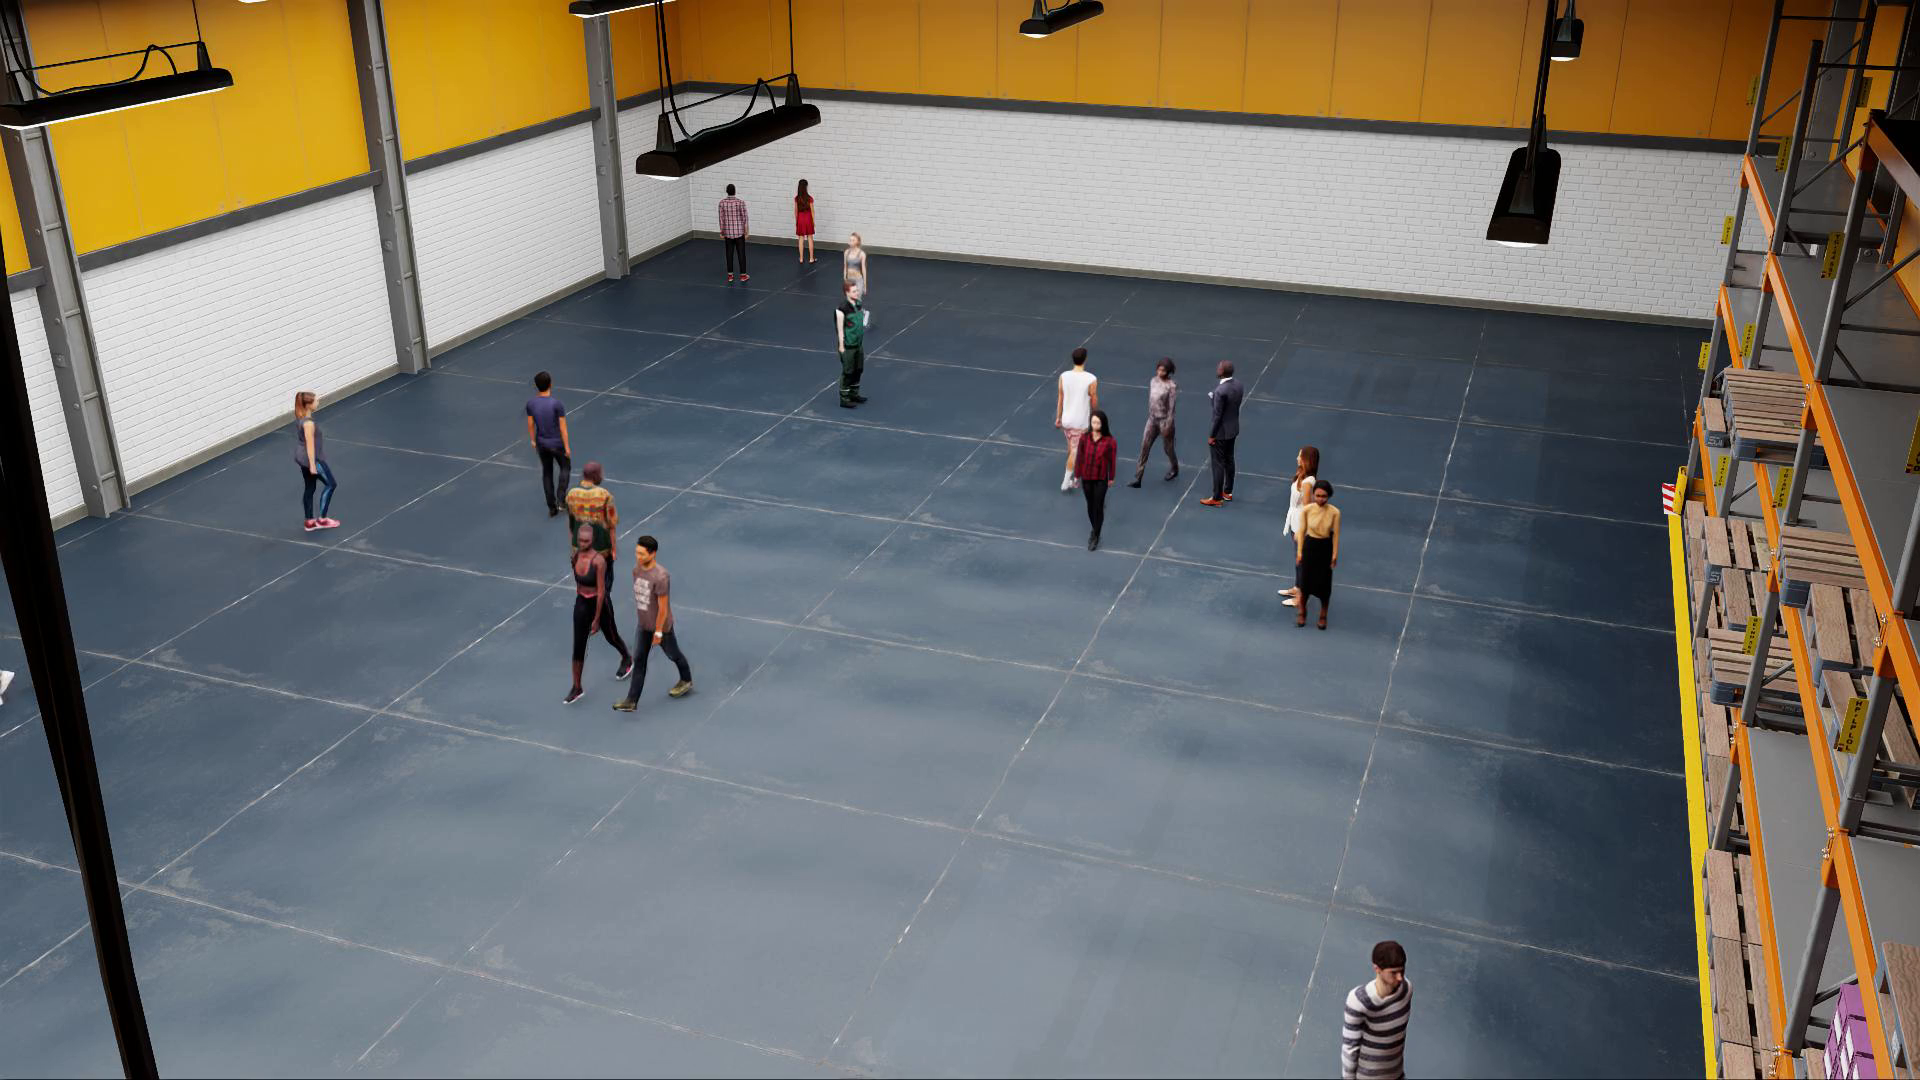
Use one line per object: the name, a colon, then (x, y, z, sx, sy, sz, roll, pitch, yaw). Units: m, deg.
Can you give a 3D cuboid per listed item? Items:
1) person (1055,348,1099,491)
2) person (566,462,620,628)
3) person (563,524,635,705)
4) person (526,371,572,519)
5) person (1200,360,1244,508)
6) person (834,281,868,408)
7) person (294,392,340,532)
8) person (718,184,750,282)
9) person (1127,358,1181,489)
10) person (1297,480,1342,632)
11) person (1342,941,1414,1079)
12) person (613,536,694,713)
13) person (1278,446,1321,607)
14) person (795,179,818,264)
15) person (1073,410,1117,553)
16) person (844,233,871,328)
person: (1.408, -1.453, 20.698, 0.721, 1.730, 1.151, 10, 26, 22)
person: (-3.786, 0.097, 17.078, 0.819, 1.789, 0.840, -1, 24, -3)
person: (-3.416, 0.645, 15.919, 0.583, 1.714, 1.170, 10, 25, 21)
person: (-4.916, -1.105, 19.838, 0.735, 1.781, 0.688, 3, 24, 6)
person: (3.212, -1.310, 20.253, 0.838, 1.825, 0.673, 20, 31, 38)
person: (-1.546, -2.805, 23.651, 0.735, 1.841, 0.560, 13, 27, 28)
person: (-7.672, -0.891, 19.438, 0.773, 1.708, 0.730, -20, 30, -38)
person: (-4.083, -5.572, 30.083, 0.765, 1.760, 0.715, 1, 24, 2)
person: (2.582, -1.453, 20.779, 1.213, 1.665, 0.944, -20, 31, -38)
person: (3.681, 0.158, 17.112, 0.587, 1.651, 0.567, 5, 24, 12)
person: (2.466, 3.168, 9.973, 0.699, 1.854, 0.780, -13, 27, -27)
person: (-2.787, 0.766, 15.623, 0.850, 1.729, 1.206, 17, 29, 33)
person: (3.639, -0.157, 17.665, 0.700, 1.785, 0.547, 2, 24, 5)
person: (-2.929, -6.014, 31.352, 0.600, 1.553, 0.659, 3, 24, 7)
person: (1.563, -0.737, 19.176, 0.600, 1.636, 0.825, 9, 25, 19)
person: (-1.644, -4.136, 26.885, 0.669, 1.690, 0.996, 13, 27, 26)
